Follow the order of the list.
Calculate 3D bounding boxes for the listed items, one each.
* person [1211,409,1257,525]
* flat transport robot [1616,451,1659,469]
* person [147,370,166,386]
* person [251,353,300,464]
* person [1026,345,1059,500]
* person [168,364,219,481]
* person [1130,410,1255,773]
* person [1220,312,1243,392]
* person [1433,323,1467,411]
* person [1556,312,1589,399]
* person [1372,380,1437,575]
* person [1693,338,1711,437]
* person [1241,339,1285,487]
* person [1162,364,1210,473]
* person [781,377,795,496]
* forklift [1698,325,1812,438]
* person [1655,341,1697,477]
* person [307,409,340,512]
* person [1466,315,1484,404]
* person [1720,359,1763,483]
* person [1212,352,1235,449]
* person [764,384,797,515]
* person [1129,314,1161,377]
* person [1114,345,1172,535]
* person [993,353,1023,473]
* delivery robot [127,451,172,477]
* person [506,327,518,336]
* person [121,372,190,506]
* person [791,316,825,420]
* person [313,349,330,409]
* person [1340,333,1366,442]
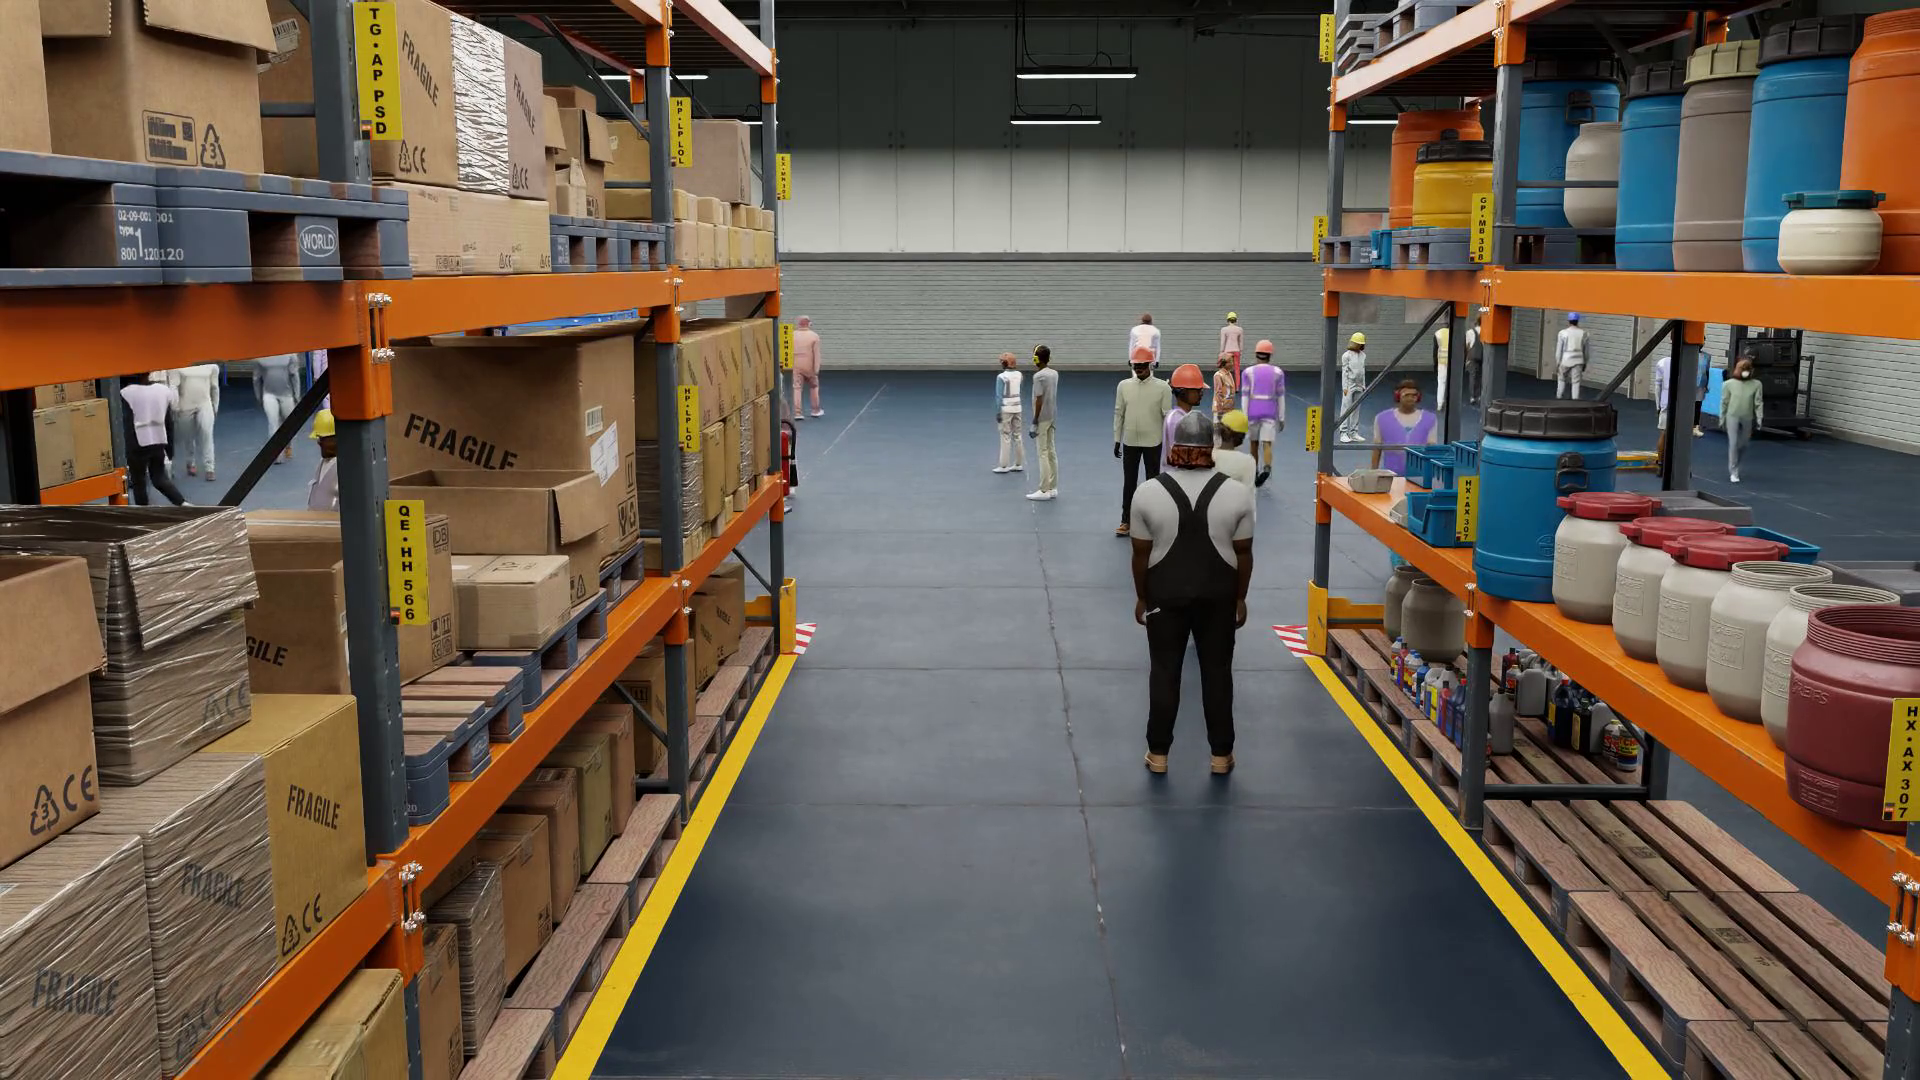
[{"bbox_3d":[1.989,-0.131,12.748,0.534,1.738,0.706,8,12,38],"label":"person"},{"bbox_3d":[9.126,-1.103,23.069,1.431,0.197,0.652,-1,10,-8],"label":"flat transport robot"},{"bbox_3d":[-15.100,-3.308,31.170,0.365,1.937,0.546,1,10,8],"label":"person"},{"bbox_3d":[-9.797,-2.075,23.853,0.634,1.919,0.732,-4,10,-23],"label":"person"},{"bbox_3d":[1.002,-1.424,20.112,0.331,1.865,0.519,6,11,32],"label":"person"},{"bbox_3d":[-10.149,-1.761,22.082,0.628,1.903,1.021,-5,11,-29],"label":"person"},{"bbox_3d":[1.290,0.305,9.343,0.682,2.000,0.538,1,10,5],"label":"person"},{"bbox_3d":[5.959,-4.123,36.563,0.532,1.767,0.328,-2,10,-11],"label":"person"},{"bbox_3d":[9.458,-3.415,32.100,0.634,1.841,0.429,5,11,29],"label":"person"},{"bbox_3d":[11.685,-3.399,31.820,0.649,1.894,0.984,1,10,4],"label":"person"},{"bbox_3d":[4.072,-0.574,15.239,0.576,1.795,0.983,1,9,4],"label":"person"},{"bbox_3d":[12.063,-2.545,27.312,0.535,1.699,0.318,-1,10,-9],"label":"person"},{"bbox_3d":[3.820,-1.578,20.967,0.562,1.897,0.912,1,10,8],"label":"person"},{"bbox_3d":[1.807,-0.391,13.380,0.373,2.043,0.615,1,10,5],"label":"person"},{"bbox_3d":[-2.351,-1.441,20.403,0.539,1.801,1.024,-7,12,-38],"label":"person"},{"bbox_3d":[13.248,-3.165,27.620,1.129,2.768,1.873,0,9,1],"label":"forklift"},{"bbox_3d":[9.527,-1.795,22.125,0.371,1.931,0.543,-8,12,-40],"label":"person"},{"bbox_3d":[-4.412,-0.025,11.833,0.587,1.828,0.404,9,13,43],"label":"person"},{"bbox_3d":[10.548,-3.682,33.858,0.508,1.801,0.985,4,10,20],"label":"person"},{"bbox_3d":[10.261,-1.593,21.893,0.506,1.610,0.699,2,10,12],"label":"person"},{"bbox_3d":[3.582,-1.735,22.638,0.306,1.640,0.513,4,10,24],"label":"person"},{"bbox_3d":[-2.149,-1.185,18.702,0.938,1.859,0.637,7,12,35],"label":"person"},{"bbox_3d":[3.757,-3.683,33.791,0.643,1.816,0.438,1,10,4],"label":"person"},{"bbox_3d":[1.898,-1.033,17.368,0.622,1.992,0.394,4,10,21],"label":"person"},{"bbox_3d":[0.664,-1.727,22.619,0.309,1.634,0.522,9,13,42],"label":"person"},{"bbox_3d":[-10.540,-1.016,21.409,0.477,0.478,0.707,6,11,35],"label":"delivery robot"},{"bbox_3d":[-11.307,-5.055,41.711,0.634,1.906,0.592,5,11,27],"label":"person"},{"bbox_3d":[-8.477,-0.996,17.459,0.668,1.902,0.597,4,10,25],"label":"person"},{"bbox_3d":[-2.803,-3.151,30.414,0.666,1.867,0.916,3,10,15],"label":"person"},{"bbox_3d":[-10.815,-2.835,28.429,0.400,1.910,0.643,5,11,28],"label":"person"},{"bbox_3d":[6.306,-2.440,26.573,0.484,1.737,0.305,-6,11,-32],"label":"person"}]
